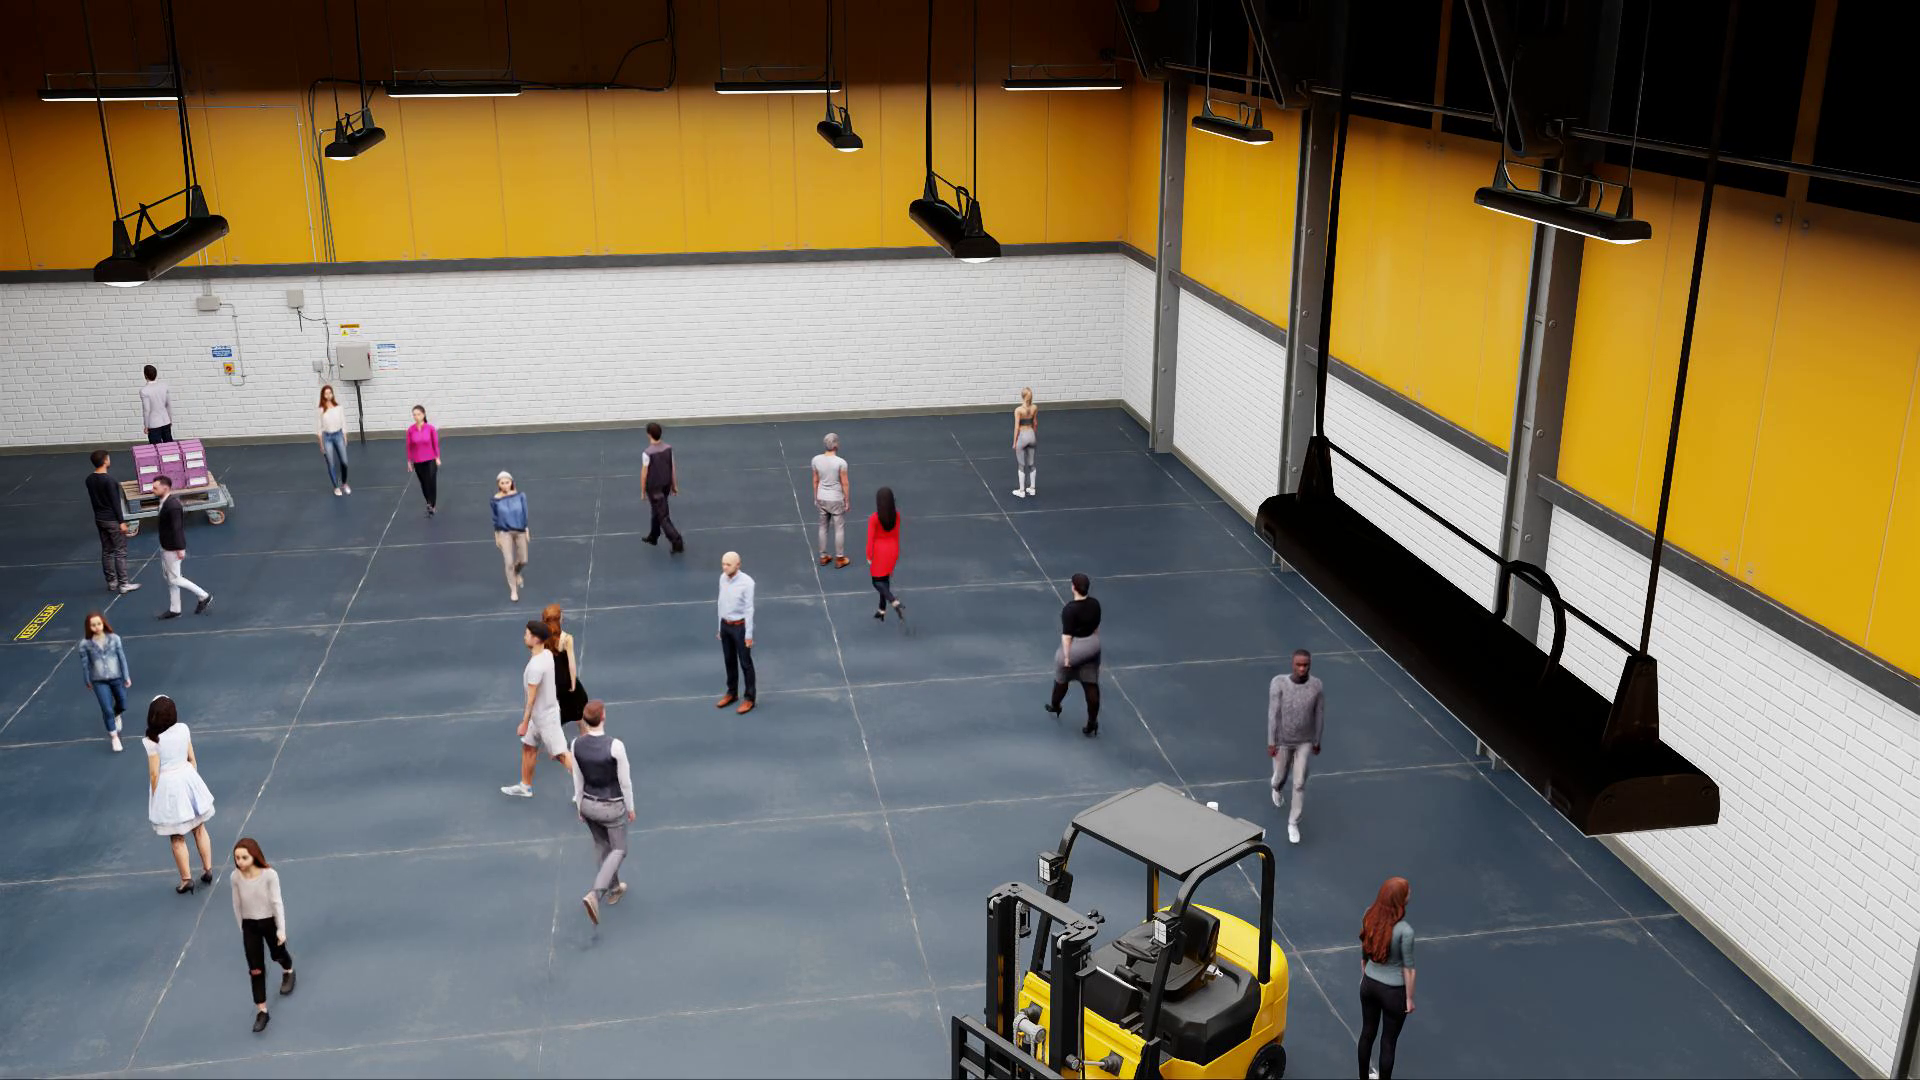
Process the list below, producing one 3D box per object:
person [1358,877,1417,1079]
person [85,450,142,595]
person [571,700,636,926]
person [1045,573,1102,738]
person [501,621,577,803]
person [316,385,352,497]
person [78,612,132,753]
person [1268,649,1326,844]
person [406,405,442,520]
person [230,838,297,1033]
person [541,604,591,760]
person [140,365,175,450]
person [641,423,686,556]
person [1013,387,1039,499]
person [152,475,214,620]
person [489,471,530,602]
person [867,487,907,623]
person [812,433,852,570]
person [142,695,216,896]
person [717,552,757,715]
[{"bbox_3d":[2.953,3.127,11.561,0.733,1.743,0.620,-14,23,-36],"label":"person"},{"bbox_3d":[-10.929,-0.238,21.358,0.720,1.867,0.746,8,20,23],"label":"person"},{"bbox_3d":[-2.995,2.266,13.847,0.968,1.915,1.144,6,19,17],"label":"person"},{"bbox_3d":[1.307,1.229,17.234,0.919,1.718,1.133,-12,22,-31],"label":"person"},{"bbox_3d":[-3.844,1.673,15.768,0.826,1.813,1.183,-2,19,-4],"label":"person"},{"bbox_3d":[-9.608,-1.529,25.428,0.651,1.716,0.677,-9,21,-25],"label":"person"},{"bbox_3d":[-8.765,1.415,17.079,0.762,1.465,0.892,-13,23,-34],"label":"person"},{"bbox_3d":[3.070,1.825,15.314,0.820,1.815,1.034,1,19,4],"label":"person"},{"bbox_3d":[-7.842,-1.173,24.432,0.624,1.676,0.905,-2,19,-6],"label":"person"},{"bbox_3d":[-5.275,2.908,12.659,0.552,1.456,0.967,-3,19,-7],"label":"person"},{"bbox_3d":[-4.099,1.453,16.758,0.791,1.598,1.034,4,19,10],"label":"person"},{"bbox_3d":[-12.607,-1.846,26.154,0.828,1.853,0.724,8,20,23],"label":"person"},{"bbox_3d":[-4.050,-0.657,22.700,1.255,1.804,1.155,15,24,37],"label":"person"},{"bbox_3d":[1.009,-1.501,25.365,0.634,1.704,0.651,-10,21,-28],"label":"person"},{"bbox_3d":[-9.614,0.084,20.462,0.922,1.829,0.947,-11,22,-30],"label":"person"},{"bbox_3d":[-5.717,-0.074,21.157,0.719,1.684,0.828,-8,20,-23],"label":"person"},{"bbox_3d":[-0.877,0.227,20.187,0.852,1.733,0.987,-14,23,-36],"label":"person"},{"bbox_3d":[-1.731,-0.530,22.286,0.774,1.828,0.782,8,20,22],"label":"person"},{"bbox_3d":[-6.706,2.182,14.253,0.914,1.815,0.858,14,23,35],"label":"person"},{"bbox_3d":[-2.409,0.967,17.905,0.721,1.787,0.780,12,22,32],"label":"person"}]
